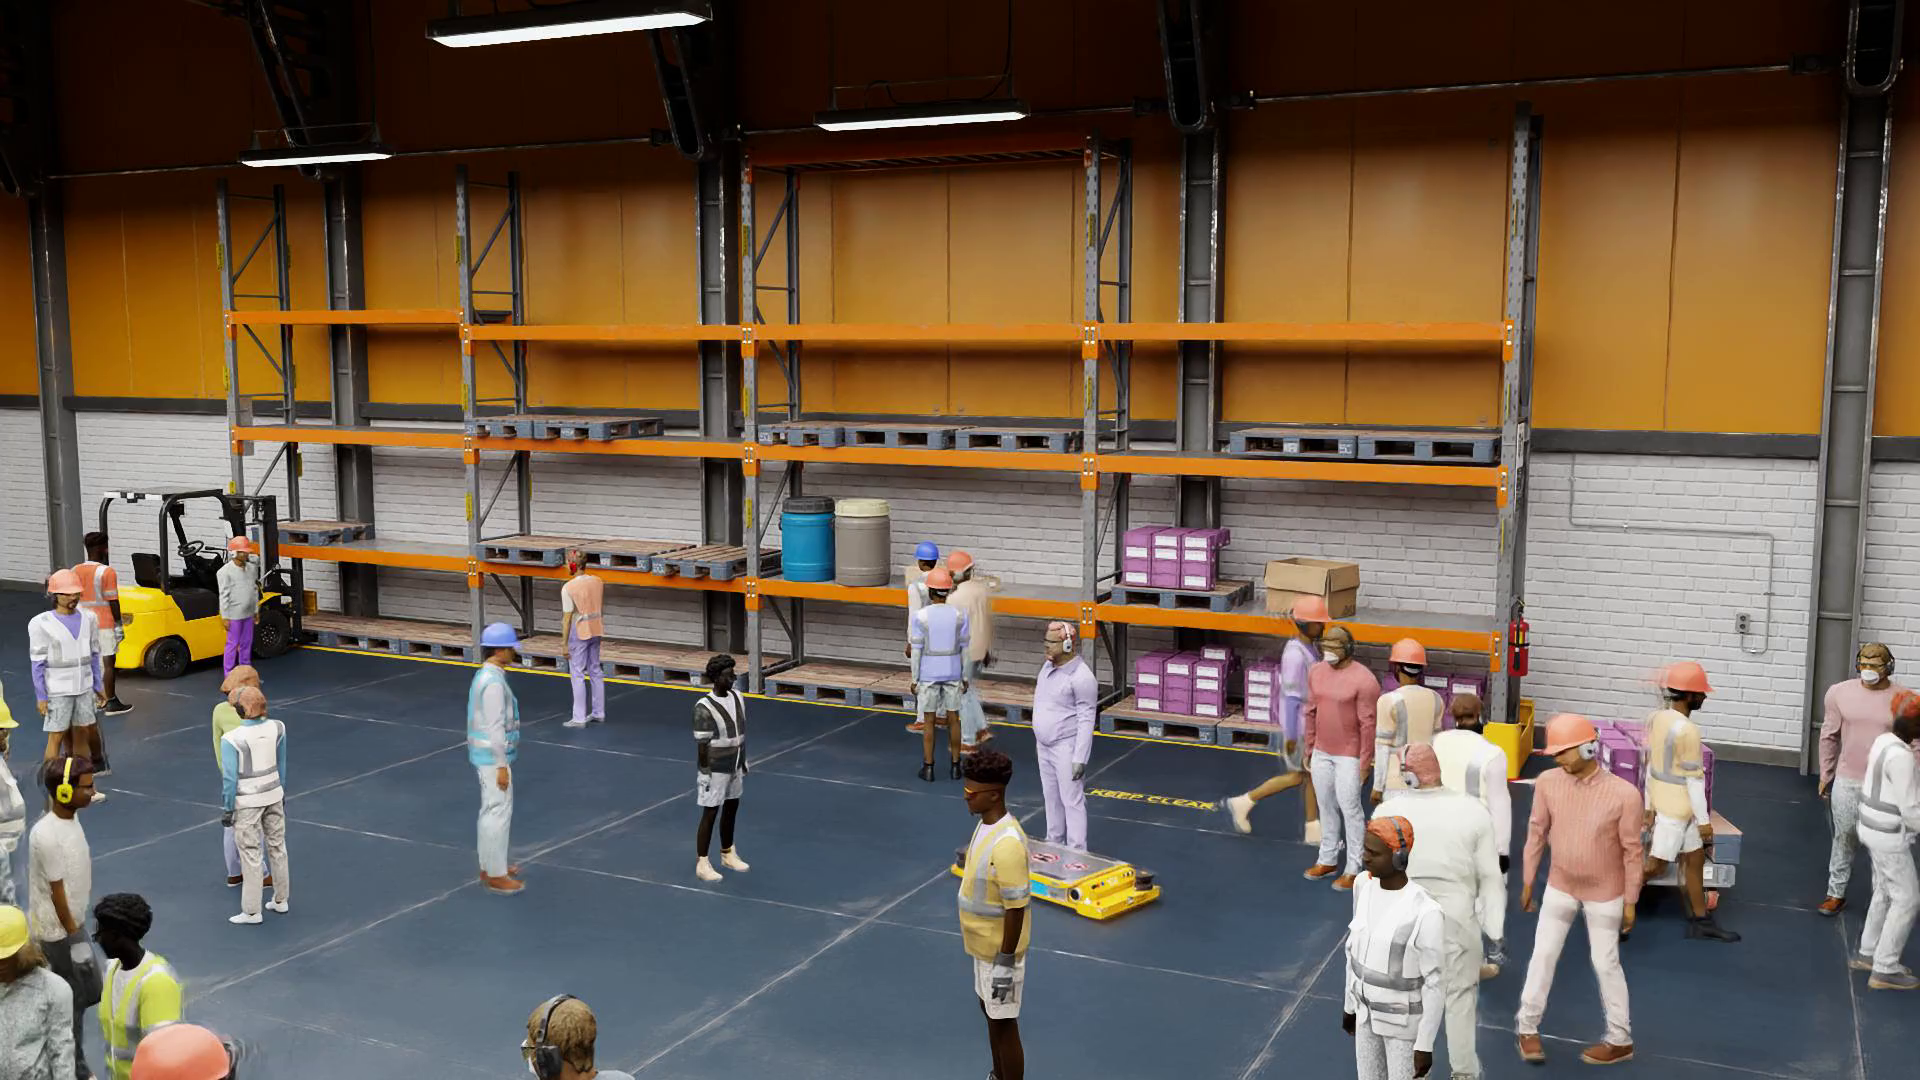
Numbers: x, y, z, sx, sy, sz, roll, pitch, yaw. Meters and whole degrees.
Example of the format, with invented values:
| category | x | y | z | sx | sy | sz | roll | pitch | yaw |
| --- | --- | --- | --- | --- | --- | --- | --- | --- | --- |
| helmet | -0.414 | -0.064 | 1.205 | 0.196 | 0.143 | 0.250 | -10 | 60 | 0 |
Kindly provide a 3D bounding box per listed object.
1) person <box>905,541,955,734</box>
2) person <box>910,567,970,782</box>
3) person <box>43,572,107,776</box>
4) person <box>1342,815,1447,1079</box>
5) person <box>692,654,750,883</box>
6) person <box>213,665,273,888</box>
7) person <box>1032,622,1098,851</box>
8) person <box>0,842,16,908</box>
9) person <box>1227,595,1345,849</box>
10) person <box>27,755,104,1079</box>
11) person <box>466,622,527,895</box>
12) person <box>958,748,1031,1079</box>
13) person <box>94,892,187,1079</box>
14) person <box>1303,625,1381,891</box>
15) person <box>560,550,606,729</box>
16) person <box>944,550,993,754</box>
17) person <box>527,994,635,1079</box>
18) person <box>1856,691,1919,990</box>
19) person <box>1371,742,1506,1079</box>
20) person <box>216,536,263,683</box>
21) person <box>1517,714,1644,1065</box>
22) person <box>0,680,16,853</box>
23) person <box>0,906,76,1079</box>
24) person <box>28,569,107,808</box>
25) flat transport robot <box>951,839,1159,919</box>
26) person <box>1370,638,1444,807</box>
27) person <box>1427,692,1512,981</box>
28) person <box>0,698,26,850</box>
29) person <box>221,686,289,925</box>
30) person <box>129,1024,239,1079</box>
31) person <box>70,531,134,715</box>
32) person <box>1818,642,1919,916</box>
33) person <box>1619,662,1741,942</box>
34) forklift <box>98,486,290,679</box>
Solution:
| category | x | y | z | sx | sy | sz | roll | pitch | yaw |
| --- | --- | --- | --- | --- | --- | --- | --- | --- | --- |
| person | -0.308 | 0.982 | 16.815 | 0.380 | 1.950 | 0.605 | 6 | 9 | 41 |
| person | -0.185 | 1.207 | 14.996 | 0.552 | 1.938 | 0.356 | -1 | 7 | -12 |
| person | -7.993 | 1.225 | 14.920 | 0.592 | 1.920 | 0.641 | -6 | 9 | -40 |
| person | 1.920 | 2.148 | 7.446 | 0.338 | 1.882 | 0.583 | -3 | 8 | -24 |
| person | -1.754 | 1.667 | 12.249 | 0.318 | 1.687 | 0.534 | 4 | 8 | 30 |
| person | -5.175 | 1.714 | 12.059 | 0.498 | 1.633 | 0.278 | 3 | 8 | 24 |
| person | 0.734 | 1.548 | 12.307 | 0.406 | 1.910 | 0.639 | -4 | 8 | -28 |
| person | -5.125 | 2.094 | 8.539 | 0.498 | 1.727 | 0.430 | -5 | 9 | -38 |
| person | 2.579 | 1.415 | 13.022 | 0.822 | 2.017 | 0.612 | 3 | 8 | 24 |
| person | -4.703 | 2.027 | 8.642 | 0.546 | 1.846 | 0.501 | -1 | 7 | -8 |
| person | -3.361 | 1.580 | 12.052 | 0.400 | 1.931 | 0.727 | -2 | 7 | -19 |
| person | 0.168 | 2.004 | 8.308 | 0.361 | 1.962 | 0.618 | -1 | 7 | -9 |
| person | -3.340 | 2.305 | 7.040 | 0.679 | 1.675 | 0.495 | 5 | 8 | 34 |
| person | 2.757 | 1.564 | 12.105 | 0.378 | 1.931 | 0.628 | -5 | 8 | -35 |
| person | -3.850 | 1.014 | 17.031 | 0.382 | 1.835 | 0.566 | 4 | 8 | 30 |
| person | 0.042 | 1.081 | 15.928 | 0.434 | 1.975 | 0.633 | 4 | 8 | 32 |
| person | -1.215 | 2.390 | 5.293 | 0.386 | 1.927 | 0.641 | 2 | 7 | 18 |
| person | 5.776 | 1.836 | 10.151 | 0.514 | 1.859 | 0.599 | 3 | 8 | 24 |
| person | 2.558 | 2.009 | 8.715 | 0.803 | 1.865 | 0.415 | 4 | 8 | 27 |
| person | -8.206 | 0.821 | 18.981 | 0.357 | 1.744 | 0.564 | 2 | 7 | 17 |
| person | 3.374 | 1.919 | 9.112 | 0.653 | 1.949 | 0.543 | 7 | 10 | 44 |
| person | -7.549 | 1.570 | 12.712 | 0.524 | 1.769 | 0.308 | -2 | 7 | -13 |
| person | -3.839 | 2.312 | 6.730 | 0.492 | 1.722 | 0.364 | -2 | 7 | -15 |
| person | -7.547 | 1.261 | 14.120 | 0.379 | 2.045 | 0.605 | 4 | 8 | 28 |
| flat transport robot | 0.669 | 2.398 | 11.990 | 1.431 | 0.197 | 0.652 | 7 | 10 | 43 |
| person | 3.072 | 1.640 | 11.508 | 0.555 | 1.927 | 0.393 | -4 | 8 | -28 |
| person | 3.085 | 1.853 | 10.253 | 0.585 | 1.805 | 0.661 | -4 | 8 | -30 |
| person | -5.935 | 1.852 | 10.176 | 0.403 | 1.819 | 0.602 | -4 | 8 | -27 |
| person | -4.802 | 1.799 | 11.347 | 0.307 | 1.637 | 0.511 | 3 | 8 | 26 |
| person | -2.156 | 2.386 | 4.964 | 0.626 | 2.005 | 0.567 | 4 | 8 | 31 |
| person | -9.115 | 0.877 | 17.615 | 0.604 | 1.965 | 0.367 | 2 | 7 | 17 |
| person | 6.206 | 1.647 | 11.363 | 0.635 | 1.937 | 0.352 | 6 | 9 | 39 |
| person | 4.629 | 1.731 | 10.917 | 0.979 | 1.903 | 0.540 | 1 | 7 | 8 |
| forklift | -9.426 | 0.454 | 20.179 | 1.214 | 2.155 | 2.313 | 3 | 8 | 26 |
